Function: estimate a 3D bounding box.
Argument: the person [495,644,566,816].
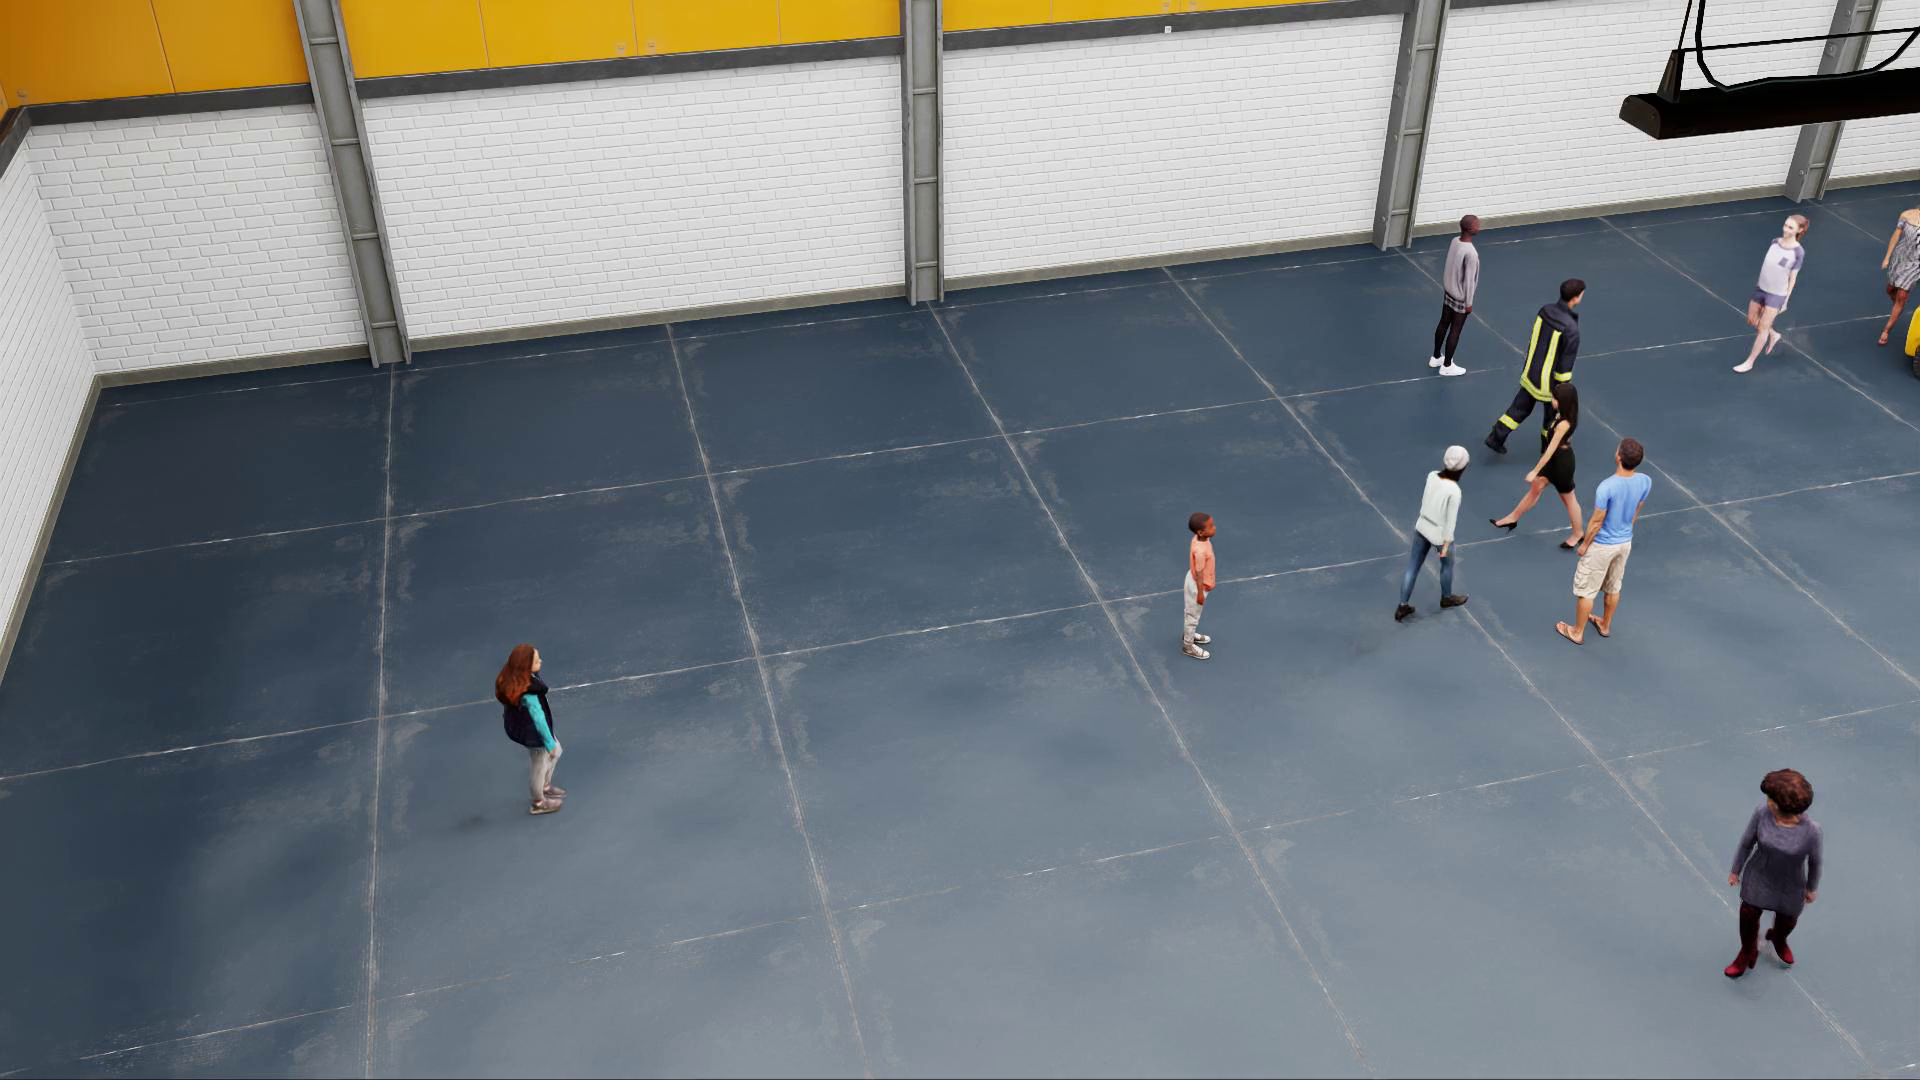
[{"bbox_3d":[-3.092,1.362,11.819,0.634,1.487,0.605,-13,36,-18],"label":"person"}]

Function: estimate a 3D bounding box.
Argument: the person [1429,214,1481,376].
[{"bbox_3d":[5.233,-2.598,17.521,0.511,1.771,0.613,-9,35,-13],"label":"person"}]

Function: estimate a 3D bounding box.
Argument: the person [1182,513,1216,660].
[{"bbox_3d":[1.927,0.346,13.510,0.587,1.308,0.555,5,34,8],"label":"person"}]

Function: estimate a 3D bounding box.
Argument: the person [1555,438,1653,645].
[{"bbox_3d":[5.277,0.011,13.512,0.517,1.863,0.720,-11,35,-16],"label":"person"}]

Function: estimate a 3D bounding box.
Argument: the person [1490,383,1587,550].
[{"bbox_3d":[5.375,-0.601,14.676,1.136,1.594,0.970,9,35,14],"label":"person"}]

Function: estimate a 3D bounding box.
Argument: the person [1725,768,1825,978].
[{"bbox_3d":[5.164,2.132,10.483,0.861,1.685,0.933,17,37,24],"label":"person"}]

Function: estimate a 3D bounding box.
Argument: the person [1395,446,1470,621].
[{"bbox_3d":[3.881,-0.028,13.791,0.985,1.619,0.741,-20,39,-27],"label":"person"}]

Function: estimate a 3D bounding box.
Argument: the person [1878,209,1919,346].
[{"bbox_3d":[10.372,-3.023,18.140,0.935,1.794,1.081,26,42,33],"label":"person"}]

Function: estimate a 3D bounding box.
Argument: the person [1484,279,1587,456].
[{"bbox_3d":[5.547,-1.613,15.926,1.201,1.898,0.853,-13,36,-18],"label":"person"}]

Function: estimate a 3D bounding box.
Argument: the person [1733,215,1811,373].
[{"bbox_3d":[8.642,-2.622,17.573,0.913,1.754,0.653,-14,36,-20],"label":"person"}]
